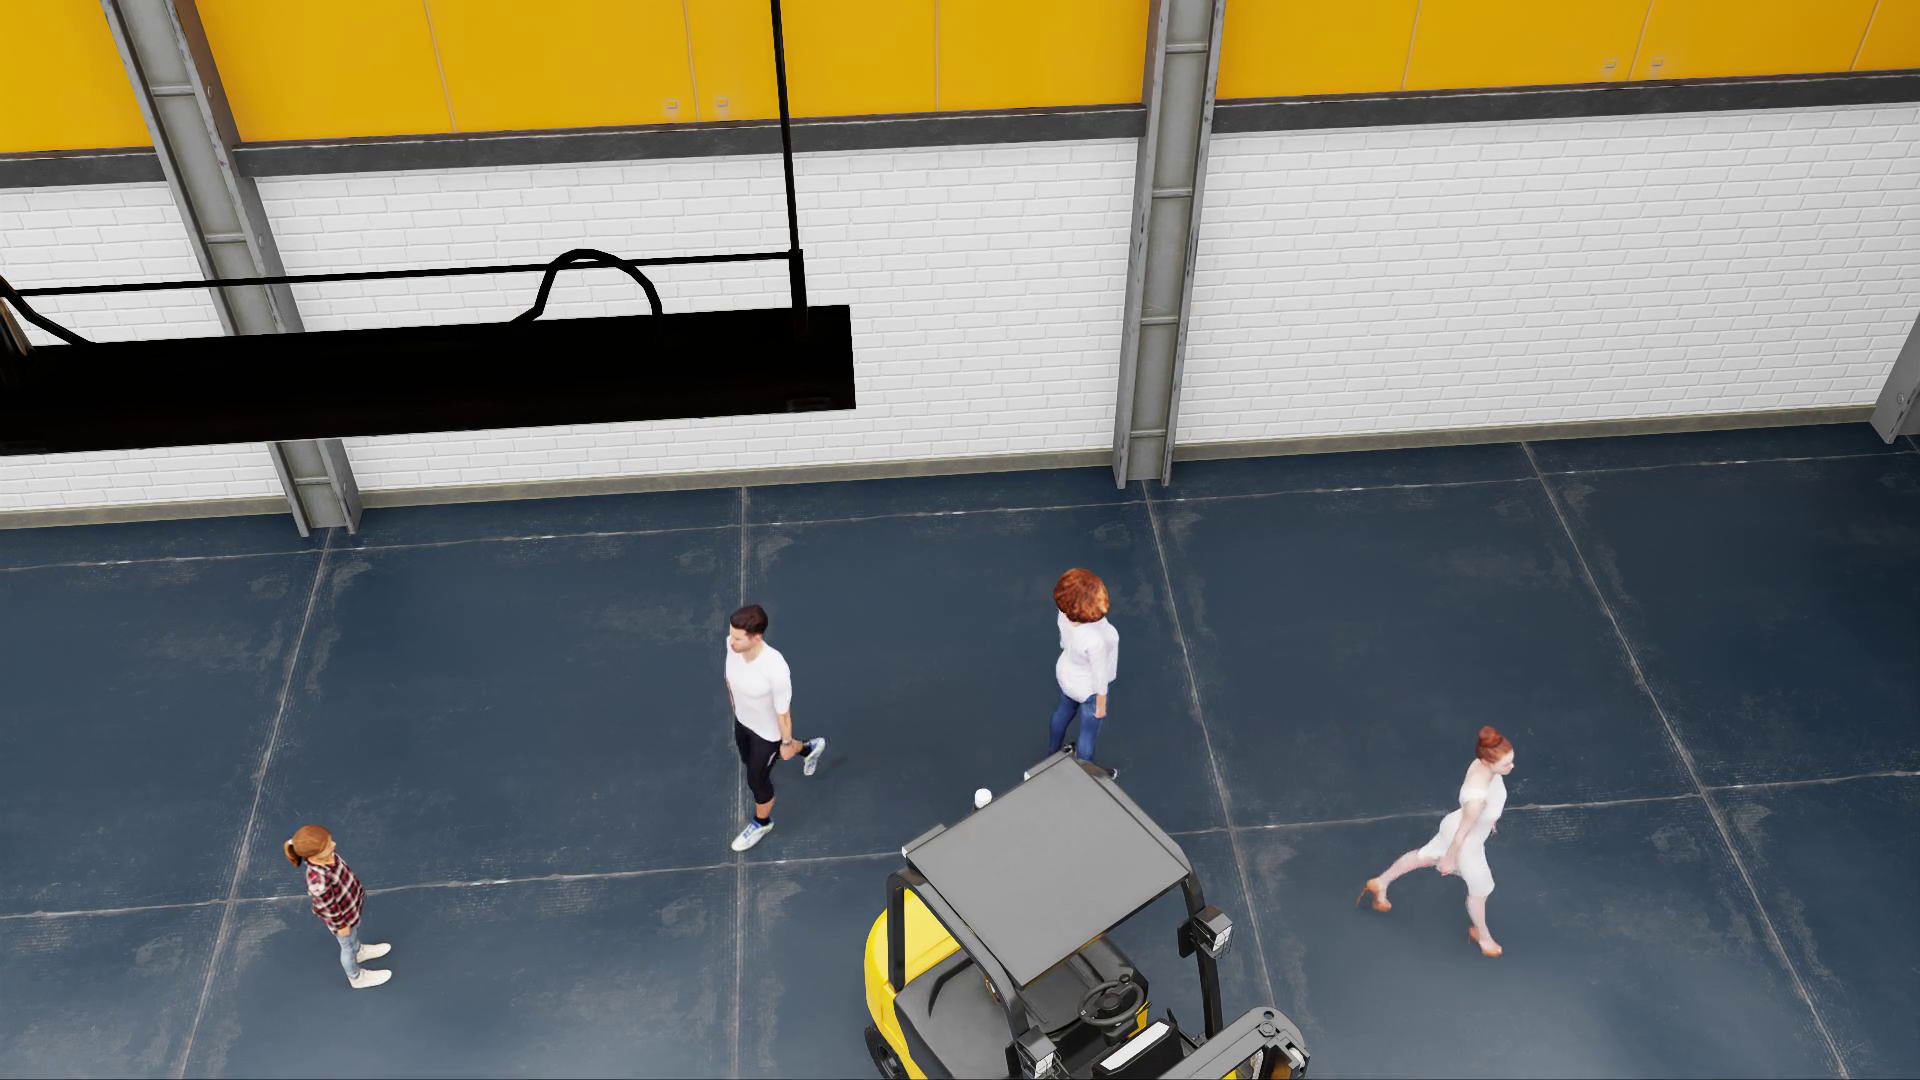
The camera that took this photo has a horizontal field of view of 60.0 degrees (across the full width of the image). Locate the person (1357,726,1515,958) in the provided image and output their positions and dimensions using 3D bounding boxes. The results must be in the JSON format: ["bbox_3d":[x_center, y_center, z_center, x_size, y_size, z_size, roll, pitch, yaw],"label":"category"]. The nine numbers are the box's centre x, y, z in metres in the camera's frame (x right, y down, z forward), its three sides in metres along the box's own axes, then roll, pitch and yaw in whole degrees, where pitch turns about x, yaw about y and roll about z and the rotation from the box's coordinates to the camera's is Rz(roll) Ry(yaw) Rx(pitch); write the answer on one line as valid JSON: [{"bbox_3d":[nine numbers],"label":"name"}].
[{"bbox_3d":[2.650,1.612,9.103,1.143,1.750,0.938,19,47,19],"label":"person"}]

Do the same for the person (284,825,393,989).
[{"bbox_3d":[-3.390,1.984,9.037,0.524,1.304,0.534,-7,44,-7],"label":"person"}]

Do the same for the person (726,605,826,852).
[{"bbox_3d":[-1.096,1.012,9.673,1.049,1.834,1.152,35,53,31],"label":"person"}]

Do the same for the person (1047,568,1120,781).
[{"bbox_3d":[0.703,0.830,9.952,0.742,1.712,0.731,-19,47,-19],"label":"person"}]
